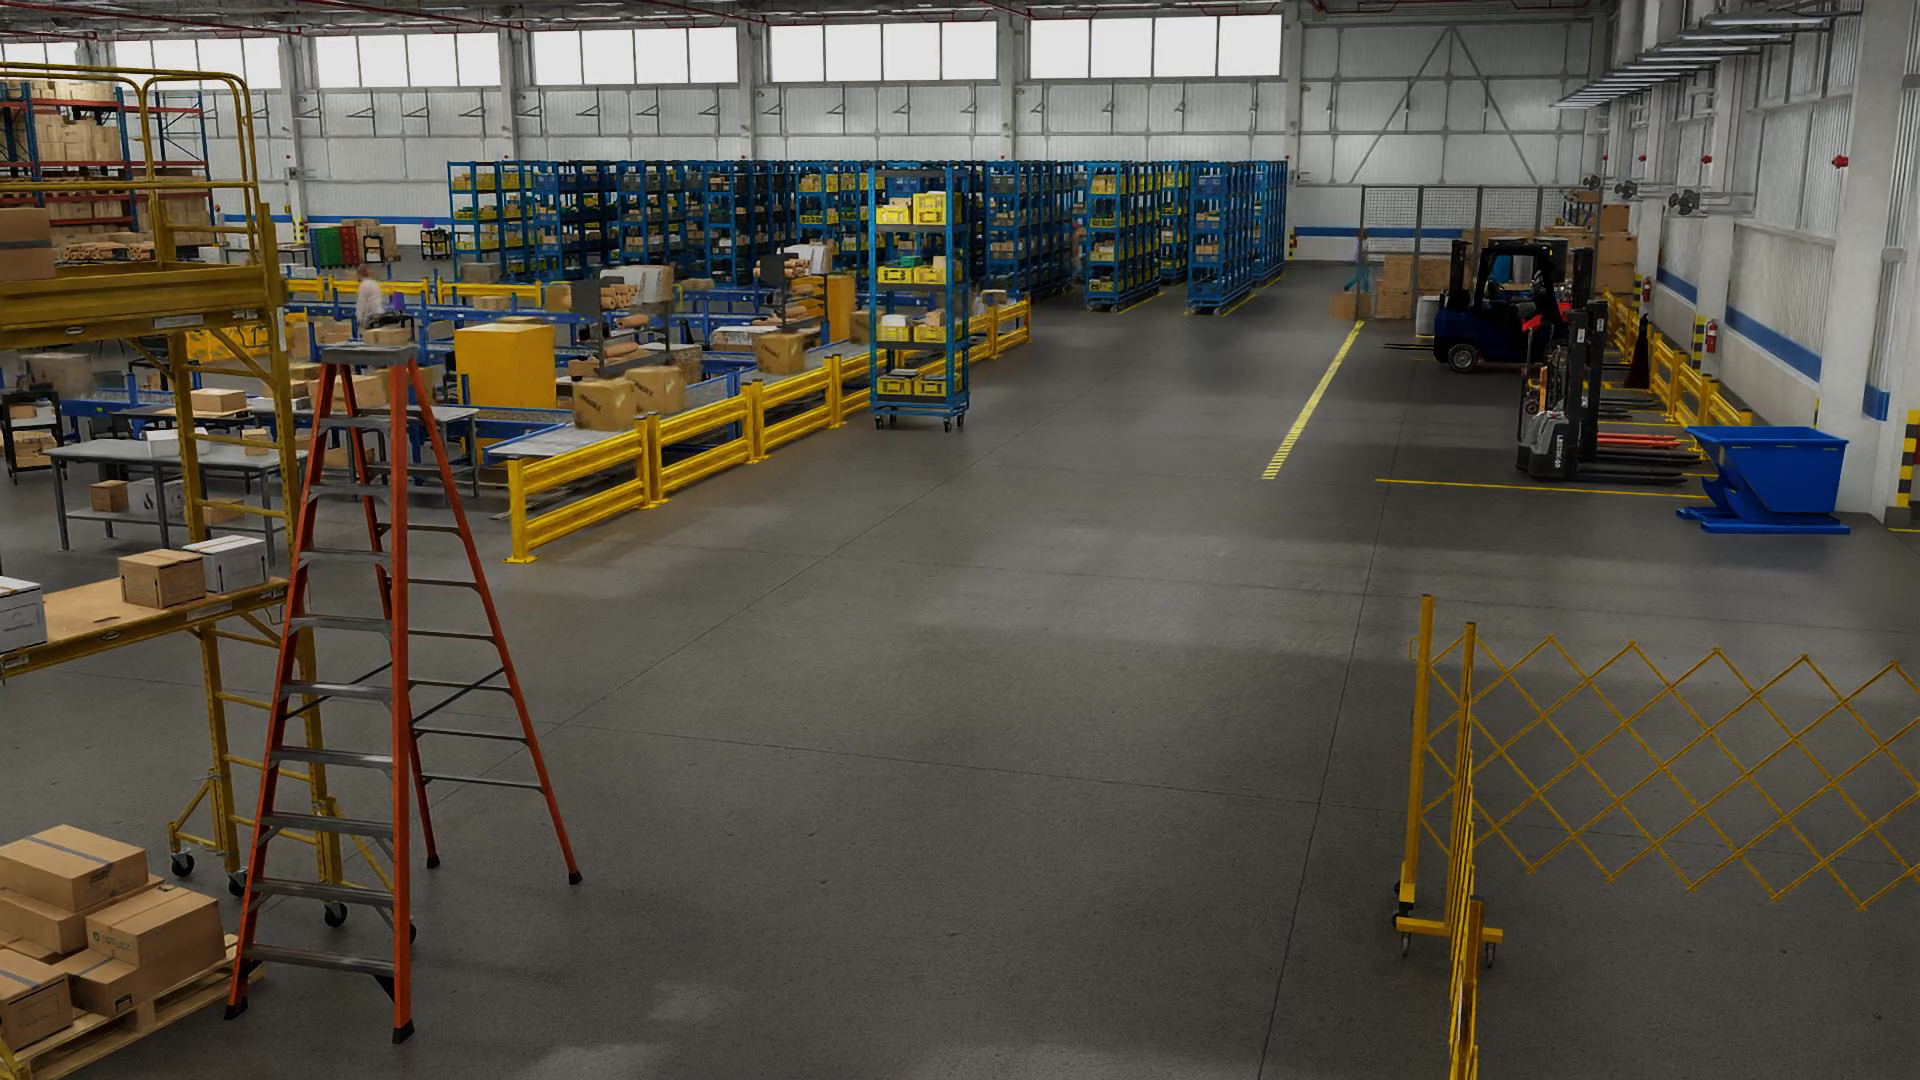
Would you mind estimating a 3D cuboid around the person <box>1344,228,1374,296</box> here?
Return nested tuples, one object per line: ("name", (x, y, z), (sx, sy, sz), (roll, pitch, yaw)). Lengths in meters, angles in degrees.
("person", (10.881, -7.536, 45.148), (0.715, 1.830, 0.579), (-1, 13, -3))

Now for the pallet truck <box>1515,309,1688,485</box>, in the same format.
("pallet truck", (7.554, -1.677, 19.446), (1.885, 1.965, 0.823), (3, 13, 14))

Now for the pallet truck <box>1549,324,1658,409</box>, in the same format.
("pallet truck", (9.824, -2.669, 25.407), (1.601, 1.201, 0.680), (4, 14, 16))

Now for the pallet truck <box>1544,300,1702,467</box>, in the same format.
("pallet truck", (8.263, -1.952, 20.631), (1.885, 1.965, 0.823), (5, 14, 20))

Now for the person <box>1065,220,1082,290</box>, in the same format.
("person", (3.213, -8.038, 46.963), (0.489, 1.975, 0.640), (11, 17, 40))

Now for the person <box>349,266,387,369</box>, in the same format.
("person", (-10.485, -3.915, 29.449), (0.976, 1.854, 0.636), (-1, 13, -4))

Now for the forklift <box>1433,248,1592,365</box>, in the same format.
("forklift", (9.780, -4.111, 29.280), (2.680, 1.987, 1.157), (3, 13, 14))

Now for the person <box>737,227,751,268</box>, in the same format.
("person", (-6.638, -8.982, 51.467), (0.922, 1.782, 0.616), (4, 14, 18))

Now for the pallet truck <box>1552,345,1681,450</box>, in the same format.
("pallet truck", (8.641, -1.896, 21.908), (1.630, 1.274, 0.653), (4, 14, 16))

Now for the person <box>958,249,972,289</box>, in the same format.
("person", (0.121, -5.595, 36.957), (0.829, 1.721, 0.540), (4, 14, 18))

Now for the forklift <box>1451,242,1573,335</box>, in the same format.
("forklift", (10.464, -4.597, 31.405), (2.680, 1.987, 1.157), (4, 14, 16))

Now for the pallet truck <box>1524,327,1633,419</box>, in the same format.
("pallet truck", (9.065, -2.460, 24.370), (1.522, 1.261, 0.704), (3, 13, 14))

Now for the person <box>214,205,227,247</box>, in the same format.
("person", (-30.679, -13.001, 68.909), (0.337, 1.742, 0.562), (3, 13, 14))
